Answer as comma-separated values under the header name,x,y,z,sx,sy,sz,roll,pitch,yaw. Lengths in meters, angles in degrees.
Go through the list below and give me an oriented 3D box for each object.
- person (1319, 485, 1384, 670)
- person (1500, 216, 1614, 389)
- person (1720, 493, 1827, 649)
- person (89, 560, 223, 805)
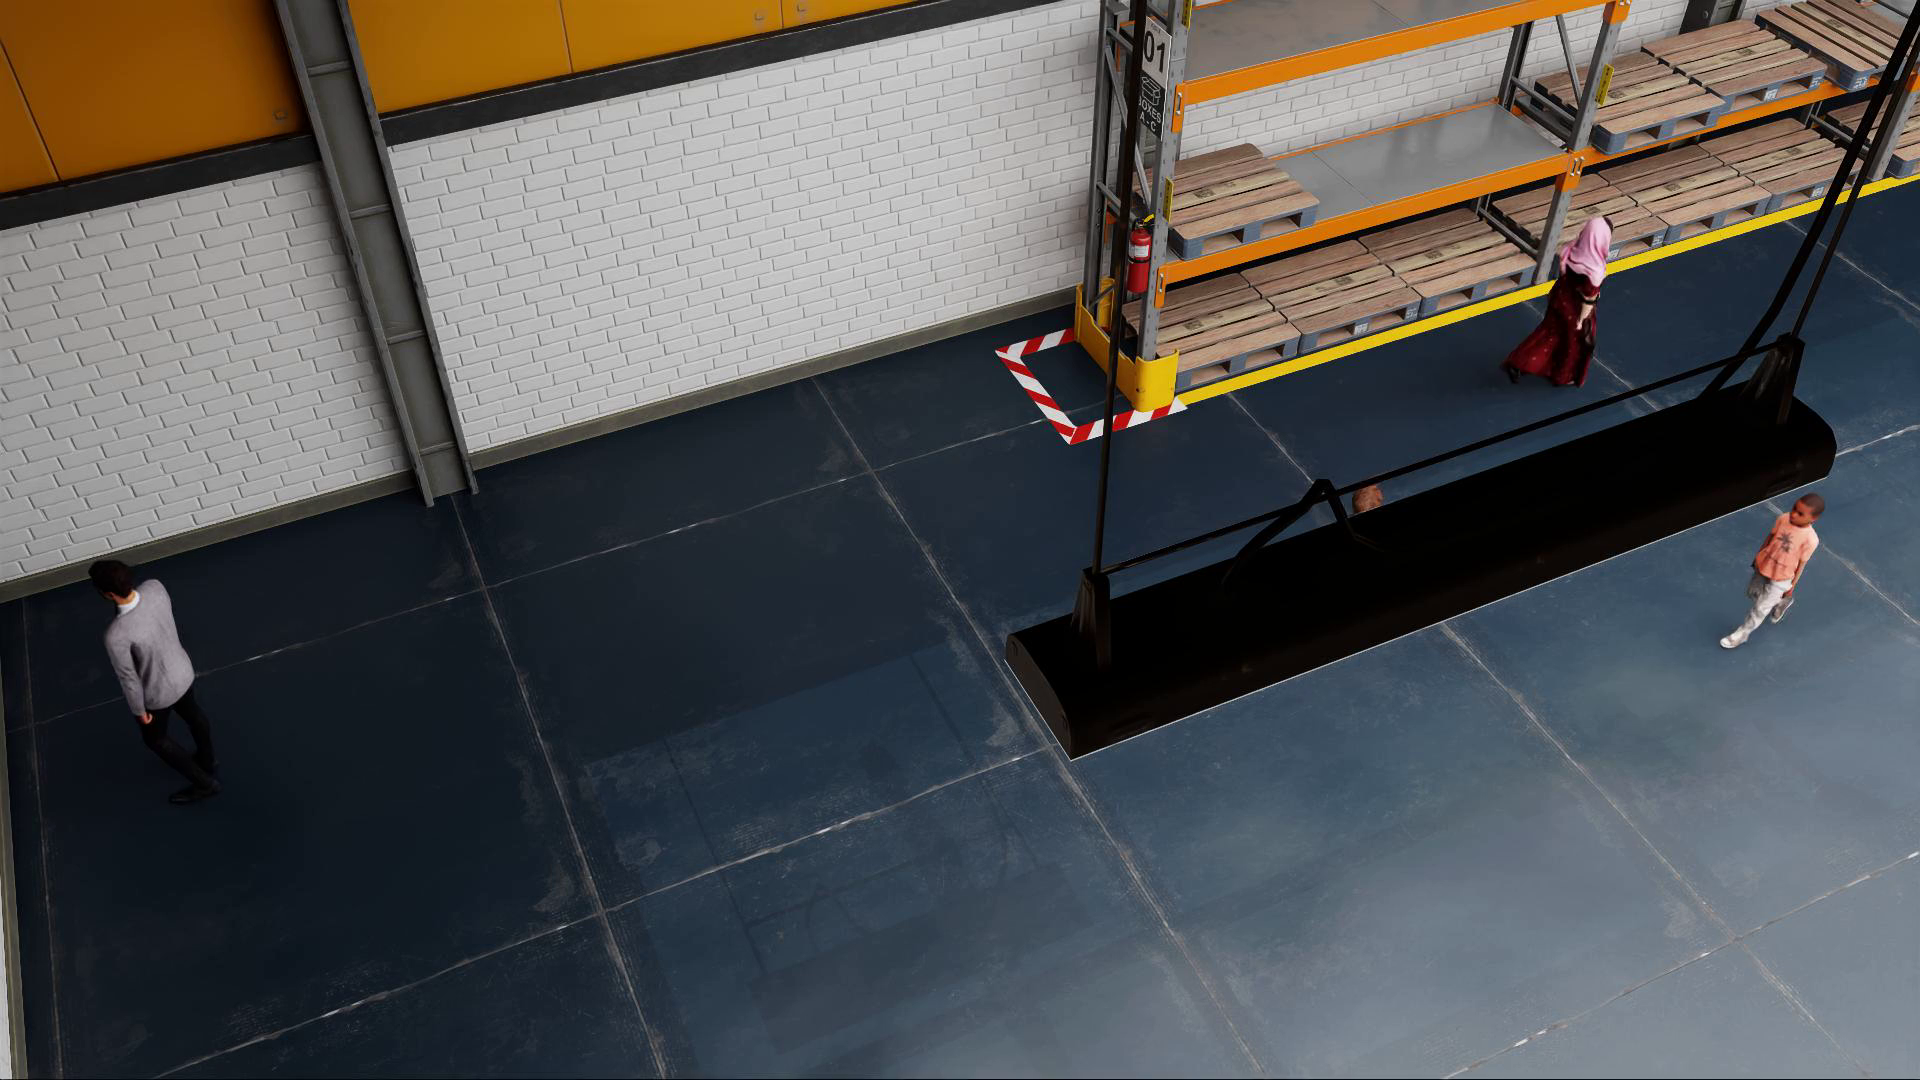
name,x,y,z,sx,sy,sz,roll,pitch,yaw
person,2.649,0.147,11.066,0.907,1.406,0.975,14,45,14
person,4.710,-1.812,12.972,0.951,1.614,0.711,-11,45,-11
person,5.503,0.182,11.108,0.789,1.298,0.504,-17,46,-17
person,-4.746,0.830,9.976,0.937,1.921,0.905,7,44,8
